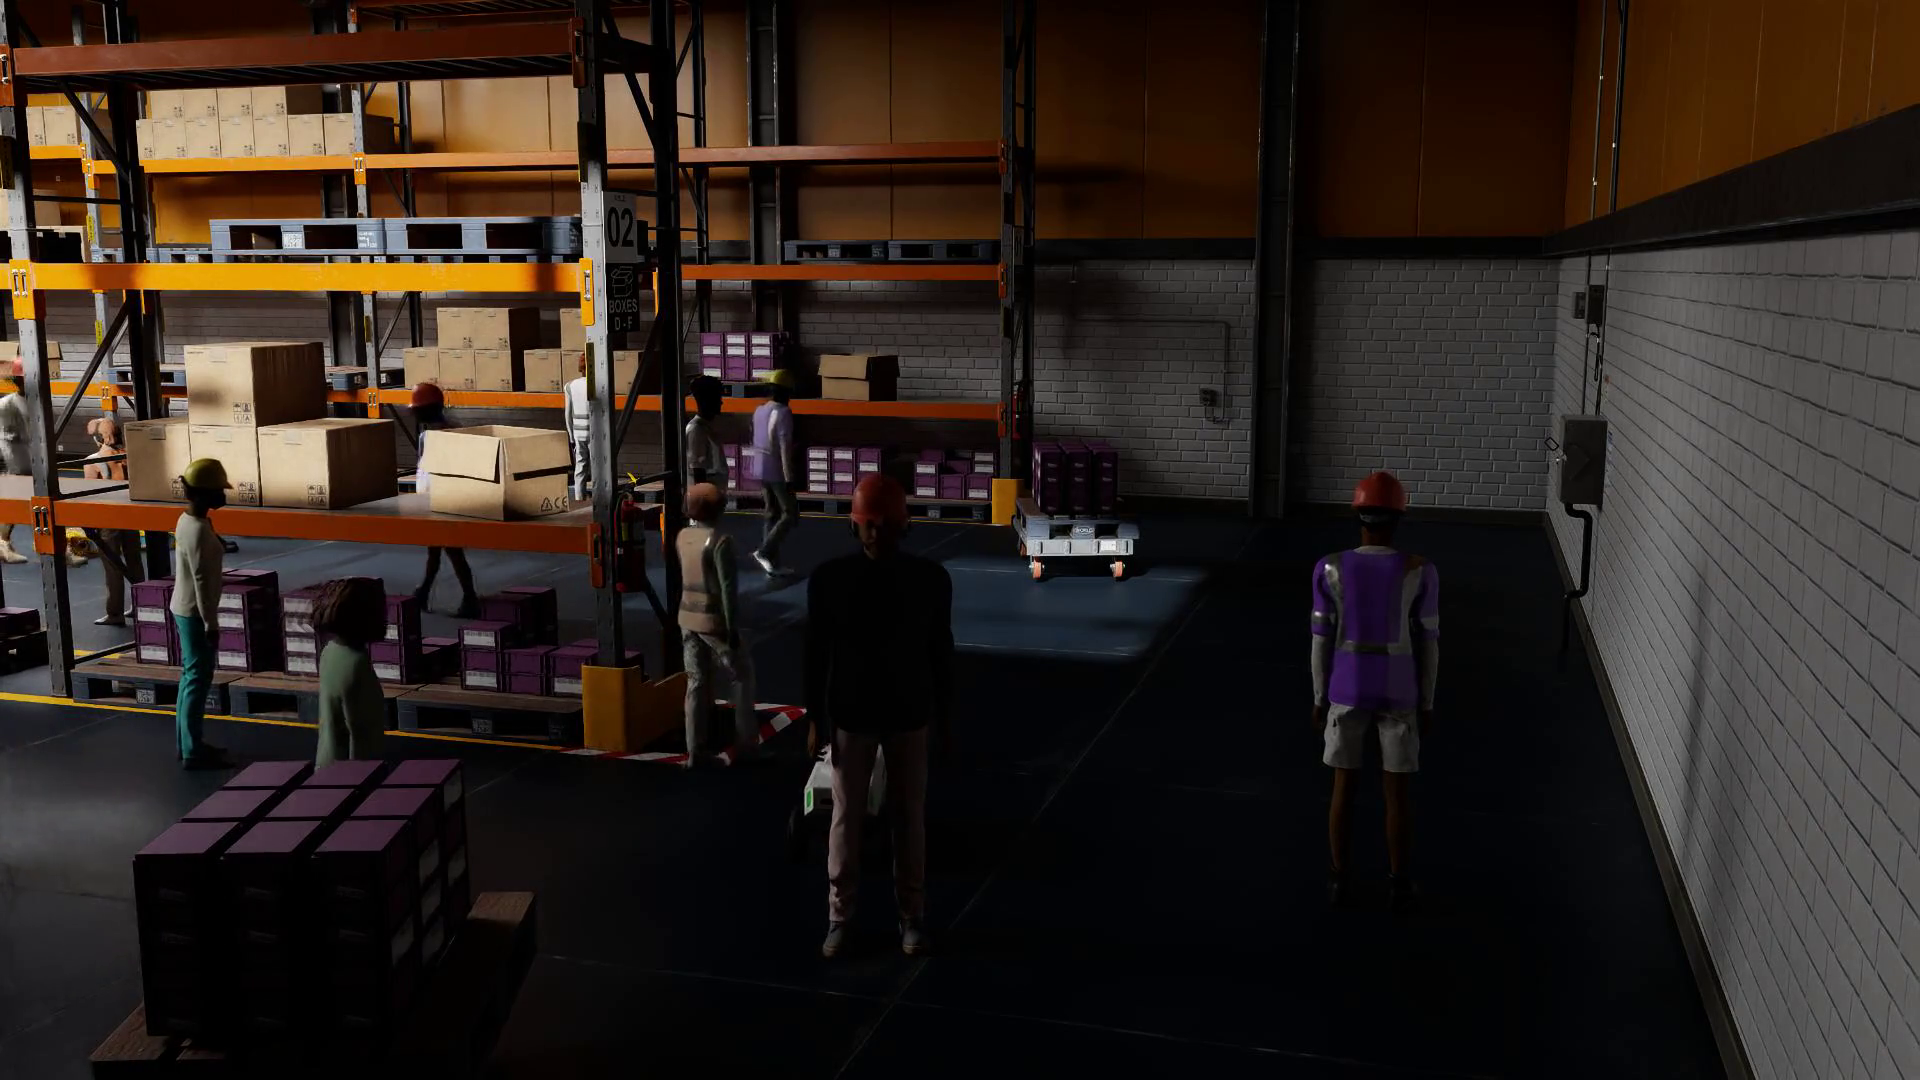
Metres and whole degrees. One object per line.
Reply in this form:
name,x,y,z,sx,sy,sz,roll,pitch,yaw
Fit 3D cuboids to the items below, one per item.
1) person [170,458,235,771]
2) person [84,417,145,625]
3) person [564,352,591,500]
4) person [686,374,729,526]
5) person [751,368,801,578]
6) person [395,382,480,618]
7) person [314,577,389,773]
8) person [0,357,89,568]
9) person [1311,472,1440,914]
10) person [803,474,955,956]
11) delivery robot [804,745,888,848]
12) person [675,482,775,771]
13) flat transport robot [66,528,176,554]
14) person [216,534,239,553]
person,-4.241,0.414,9.355,0.386,1.752,0.525,-5,11,-30
person,-6.660,-0.149,13.110,0.307,1.639,0.513,3,10,16
person,-4.056,-1.120,18.276,0.574,1.886,0.356,4,10,22
person,-2.015,-0.331,13.217,0.366,1.967,0.603,-1,9,-4
person,-1.652,-0.597,15.040,0.498,1.897,0.650,-7,12,-37
person,-4.254,-0.308,13.300,0.923,1.892,0.556,2,9,9
person,-2.334,0.946,6.473,0.357,1.614,0.522,-6,11,-33
person,-8.720,-0.727,15.576,1.049,1.992,0.629,4,10,22
person,1.802,0.667,7.257,0.542,1.928,0.377,3,10,18
person,-0.325,0.715,6.764,0.623,1.989,0.400,-1,9,-6
delivery robot,-0.542,1.180,8.017,0.477,0.478,0.707,0,9,2
person,-1.354,0.477,9.385,0.536,1.608,0.619,8,13,42
flat transport robot,-8.294,-0.027,16.522,1.431,0.197,0.652,-8,12,-39
person,-7.347,-0.839,16.409,0.364,1.933,0.552,-4,10,-24
